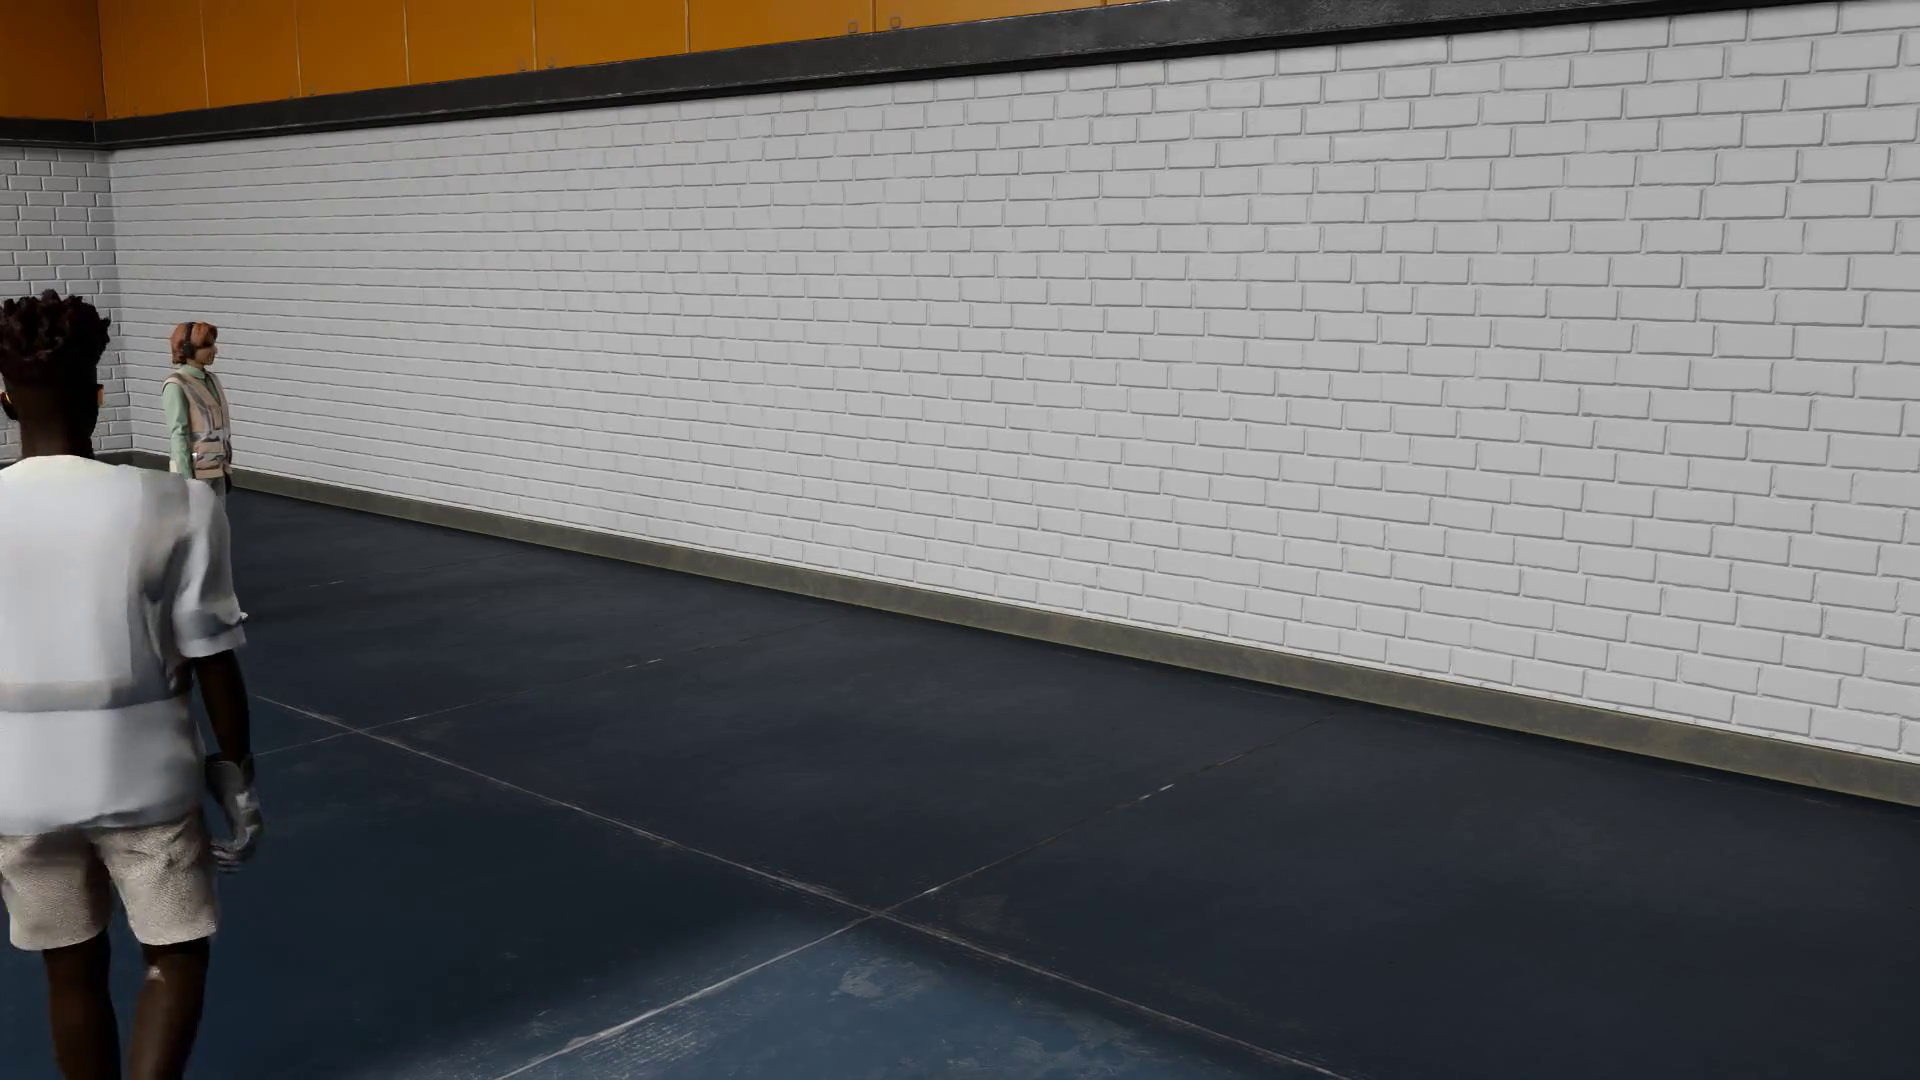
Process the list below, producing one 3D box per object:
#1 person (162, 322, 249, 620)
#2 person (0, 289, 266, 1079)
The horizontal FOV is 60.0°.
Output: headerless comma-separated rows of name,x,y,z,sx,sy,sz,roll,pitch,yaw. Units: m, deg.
person,-4.030,-0.336,8.841,0.307,1.637,0.525,0,10,-1
person,-1.713,0.488,3.260,0.623,1.945,0.675,-3,10,-16
